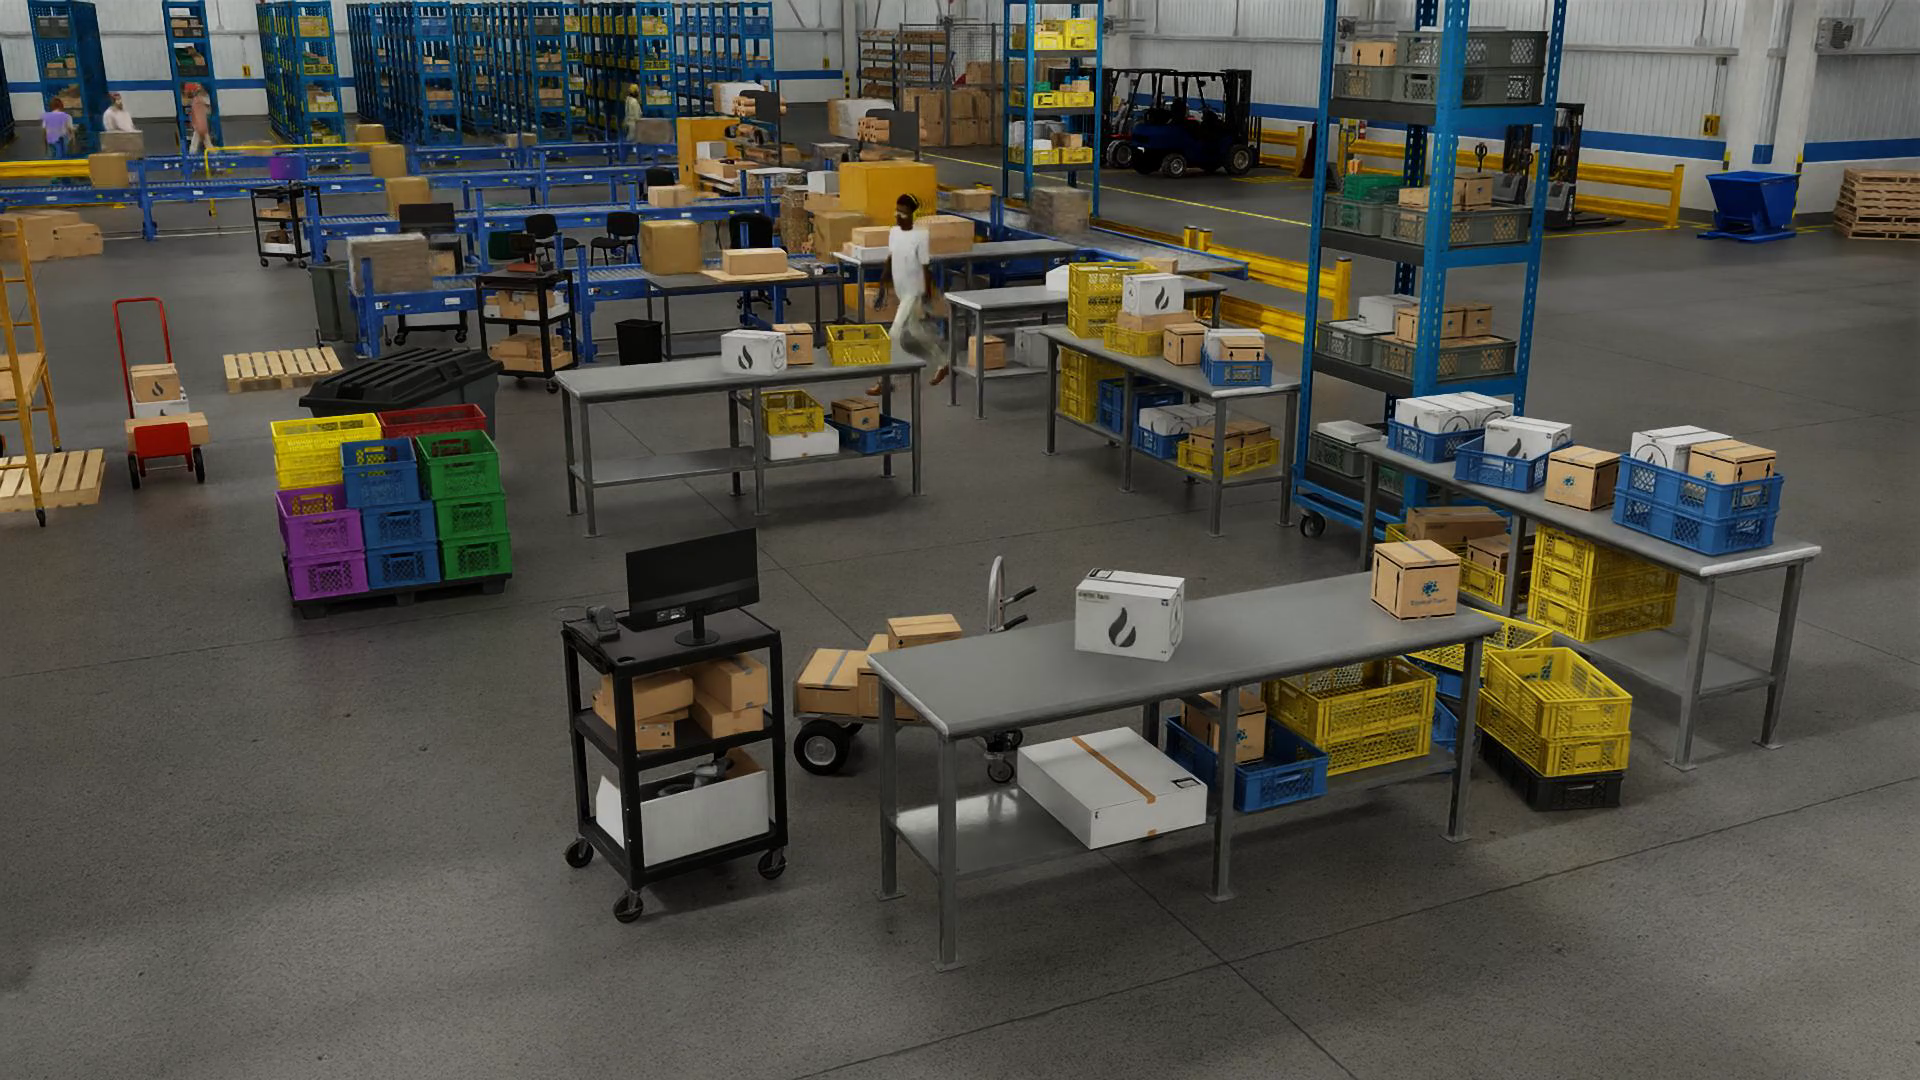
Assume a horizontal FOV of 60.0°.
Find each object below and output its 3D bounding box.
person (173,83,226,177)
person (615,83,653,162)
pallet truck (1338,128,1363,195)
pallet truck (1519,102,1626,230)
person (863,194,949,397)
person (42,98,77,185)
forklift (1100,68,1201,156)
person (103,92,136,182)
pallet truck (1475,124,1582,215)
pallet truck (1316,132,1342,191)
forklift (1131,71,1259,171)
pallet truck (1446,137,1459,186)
[{"bbox_3d":[-16.107,-8.637,35.066,1.024,1.938,0.640,-4,18,-11],"label":"person"},{"bbox_3d":[-7.605,-9.678,38.600,0.927,1.797,0.596,-6,19,-19],"label":"person"},{"bbox_3d":[7.845,-7.140,31.411,1.522,1.261,0.704,-9,20,-25],"label":"pallet truck"},{"bbox_3d":[9.972,-6.037,26.785,1.885,1.965,0.823,-9,20,-25],"label":"pallet truck"},{"bbox_3d":[-0.438,-2.250,15.156,0.999,1.816,0.531,-11,21,-32],"label":"person"},{"bbox_3d":[-17.686,-7.761,32.615,0.600,1.769,1.068,0,18,0],"label":"person"},{"bbox_3d":[4.082,-9.564,37.410,2.680,1.987,1.157,-8,19,-23],"label":"forklift"},{"bbox_3d":[-16.338,-7.752,32.382,0.812,1.880,0.654,4,18,12],"label":"person"},{"bbox_3d":[9.707,-6.455,28.103,1.885,1.965,0.823,-7,19,-20],"label":"pallet truck"},{"bbox_3d":[7.723,-7.504,32.656,1.601,1.201,0.680,-8,19,-23],"label":"pallet truck"},{"bbox_3d":[4.998,-8.936,35.413,2.680,1.987,1.157,-9,20,-25],"label":"forklift"},{"bbox_3d":[9.184,-6.485,29.328,1.630,1.274,0.653,-8,19,-23],"label":"pallet truck"}]
